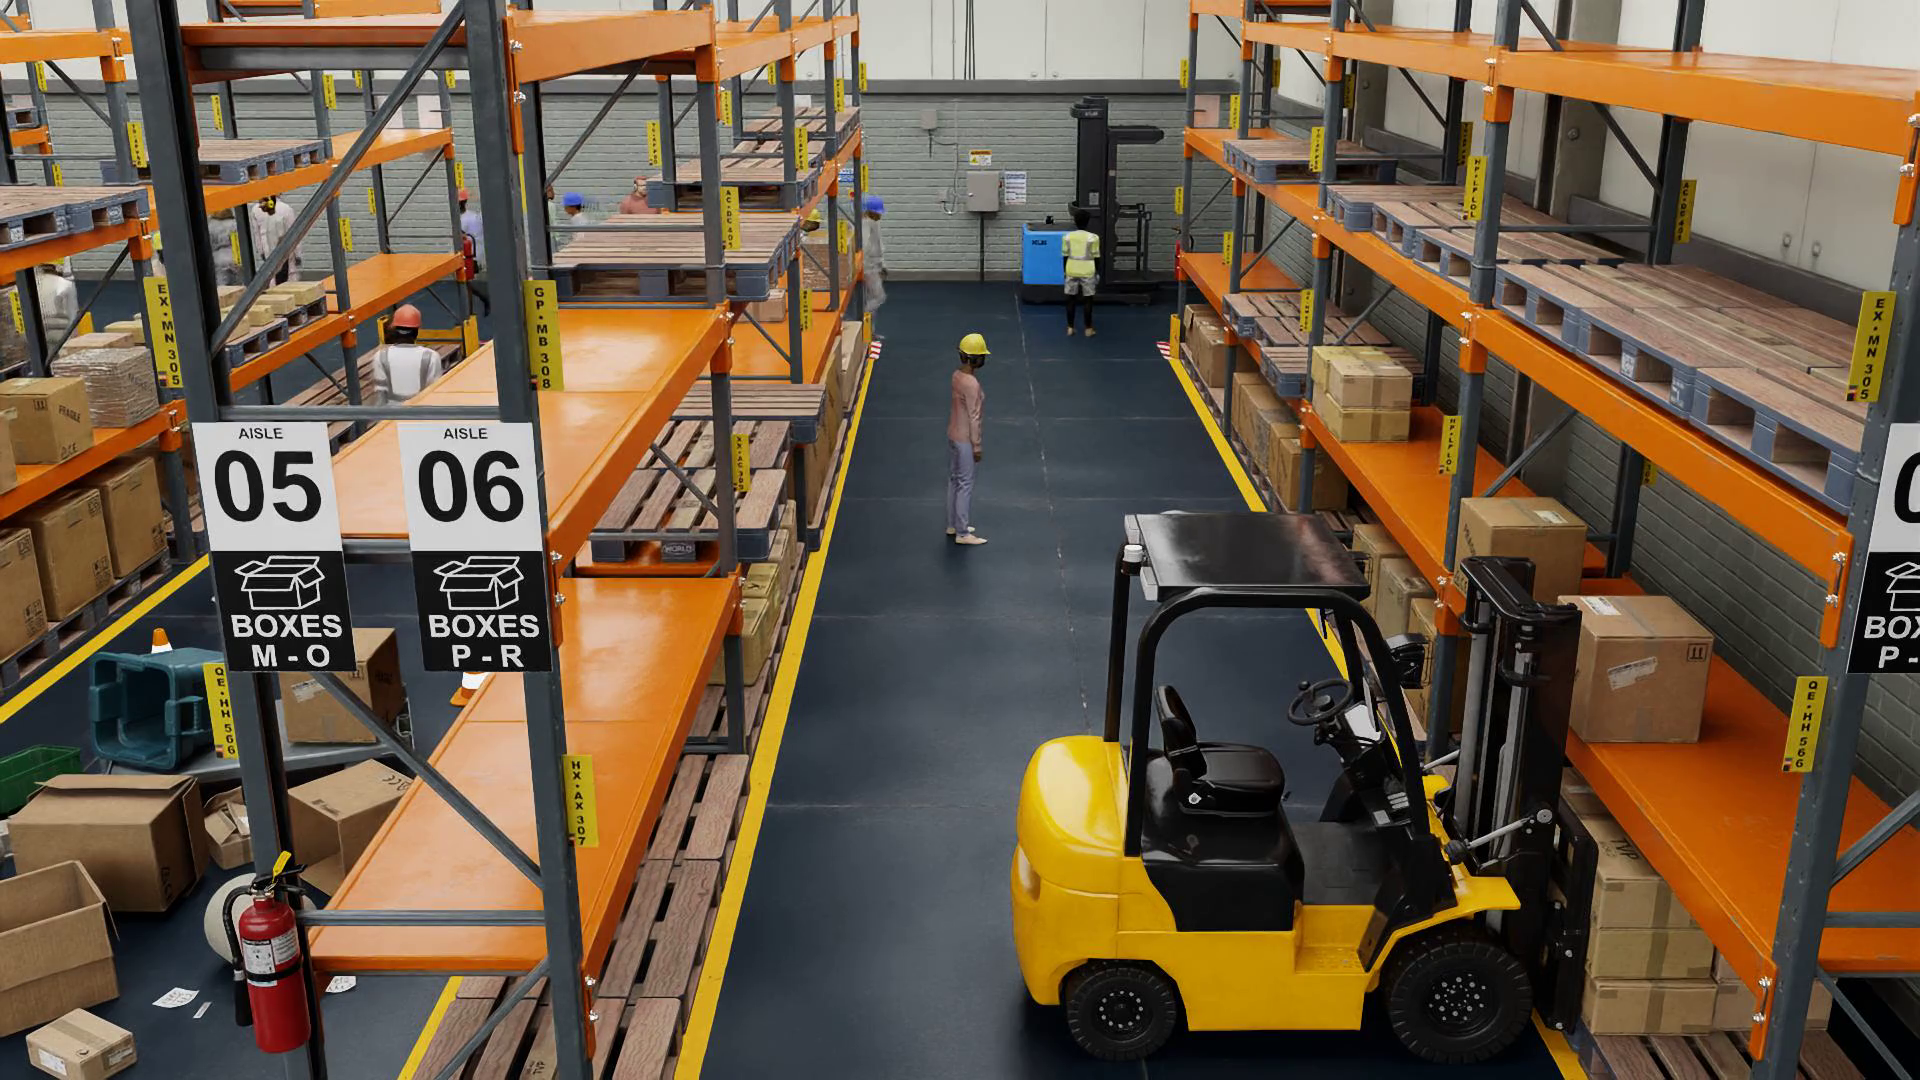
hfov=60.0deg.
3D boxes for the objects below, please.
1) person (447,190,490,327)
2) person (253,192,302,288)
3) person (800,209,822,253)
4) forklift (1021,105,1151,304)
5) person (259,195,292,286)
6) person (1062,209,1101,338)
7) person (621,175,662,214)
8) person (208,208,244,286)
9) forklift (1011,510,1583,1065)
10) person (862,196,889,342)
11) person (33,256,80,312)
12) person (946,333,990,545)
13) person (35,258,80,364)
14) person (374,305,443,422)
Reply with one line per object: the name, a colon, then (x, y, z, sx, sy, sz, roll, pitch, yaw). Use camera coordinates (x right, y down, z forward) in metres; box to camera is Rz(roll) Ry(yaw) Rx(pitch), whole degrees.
person: (-6.718, -3.894, 22.779, 0.560, 1.916, 0.656, 16, 24, 40)
person: (-9.529, -4.070, 23.354, 0.660, 1.896, 0.399, 5, 19, 15)
person: (-1.943, -3.472, 21.792, 0.317, 1.733, 0.491, 0, 18, 1)
forklift: (1.857, -4.944, 24.441, 1.873, 2.768, 1.129, 0, 18, 0)
person: (-9.263, -3.811, 22.632, 0.341, 1.855, 0.517, -15, 23, -37)
person: (1.612, -3.524, 22.014, 0.535, 1.687, 0.335, 7, 20, 21)
person: (-4.573, -4.343, 24.171, 0.649, 1.900, 0.398, -16, 24, -39)
person: (-10.062, -3.828, 22.882, 0.490, 1.732, 0.465, -2, 18, -7)
forklift: (1.387, 1.055, 7.378, 2.313, 2.155, 1.214, 0, 18, 0)
person: (-1.136, -3.512, 21.605, 0.438, 1.918, 0.643, 1, 18, 3)
person: (-10.543, -2.775, 19.384, 0.550, 1.928, 0.388, 1, 18, 2)
person: (0.081, -0.837, 13.788, 0.349, 1.761, 0.528, -6, 19, -17)
person: (-9.720, -2.240, 17.955, 0.597, 1.803, 0.538, 1, 18, 4)
person: (-4.656, -1.071, 14.256, 0.574, 1.904, 0.778, -2, 18, -6)
